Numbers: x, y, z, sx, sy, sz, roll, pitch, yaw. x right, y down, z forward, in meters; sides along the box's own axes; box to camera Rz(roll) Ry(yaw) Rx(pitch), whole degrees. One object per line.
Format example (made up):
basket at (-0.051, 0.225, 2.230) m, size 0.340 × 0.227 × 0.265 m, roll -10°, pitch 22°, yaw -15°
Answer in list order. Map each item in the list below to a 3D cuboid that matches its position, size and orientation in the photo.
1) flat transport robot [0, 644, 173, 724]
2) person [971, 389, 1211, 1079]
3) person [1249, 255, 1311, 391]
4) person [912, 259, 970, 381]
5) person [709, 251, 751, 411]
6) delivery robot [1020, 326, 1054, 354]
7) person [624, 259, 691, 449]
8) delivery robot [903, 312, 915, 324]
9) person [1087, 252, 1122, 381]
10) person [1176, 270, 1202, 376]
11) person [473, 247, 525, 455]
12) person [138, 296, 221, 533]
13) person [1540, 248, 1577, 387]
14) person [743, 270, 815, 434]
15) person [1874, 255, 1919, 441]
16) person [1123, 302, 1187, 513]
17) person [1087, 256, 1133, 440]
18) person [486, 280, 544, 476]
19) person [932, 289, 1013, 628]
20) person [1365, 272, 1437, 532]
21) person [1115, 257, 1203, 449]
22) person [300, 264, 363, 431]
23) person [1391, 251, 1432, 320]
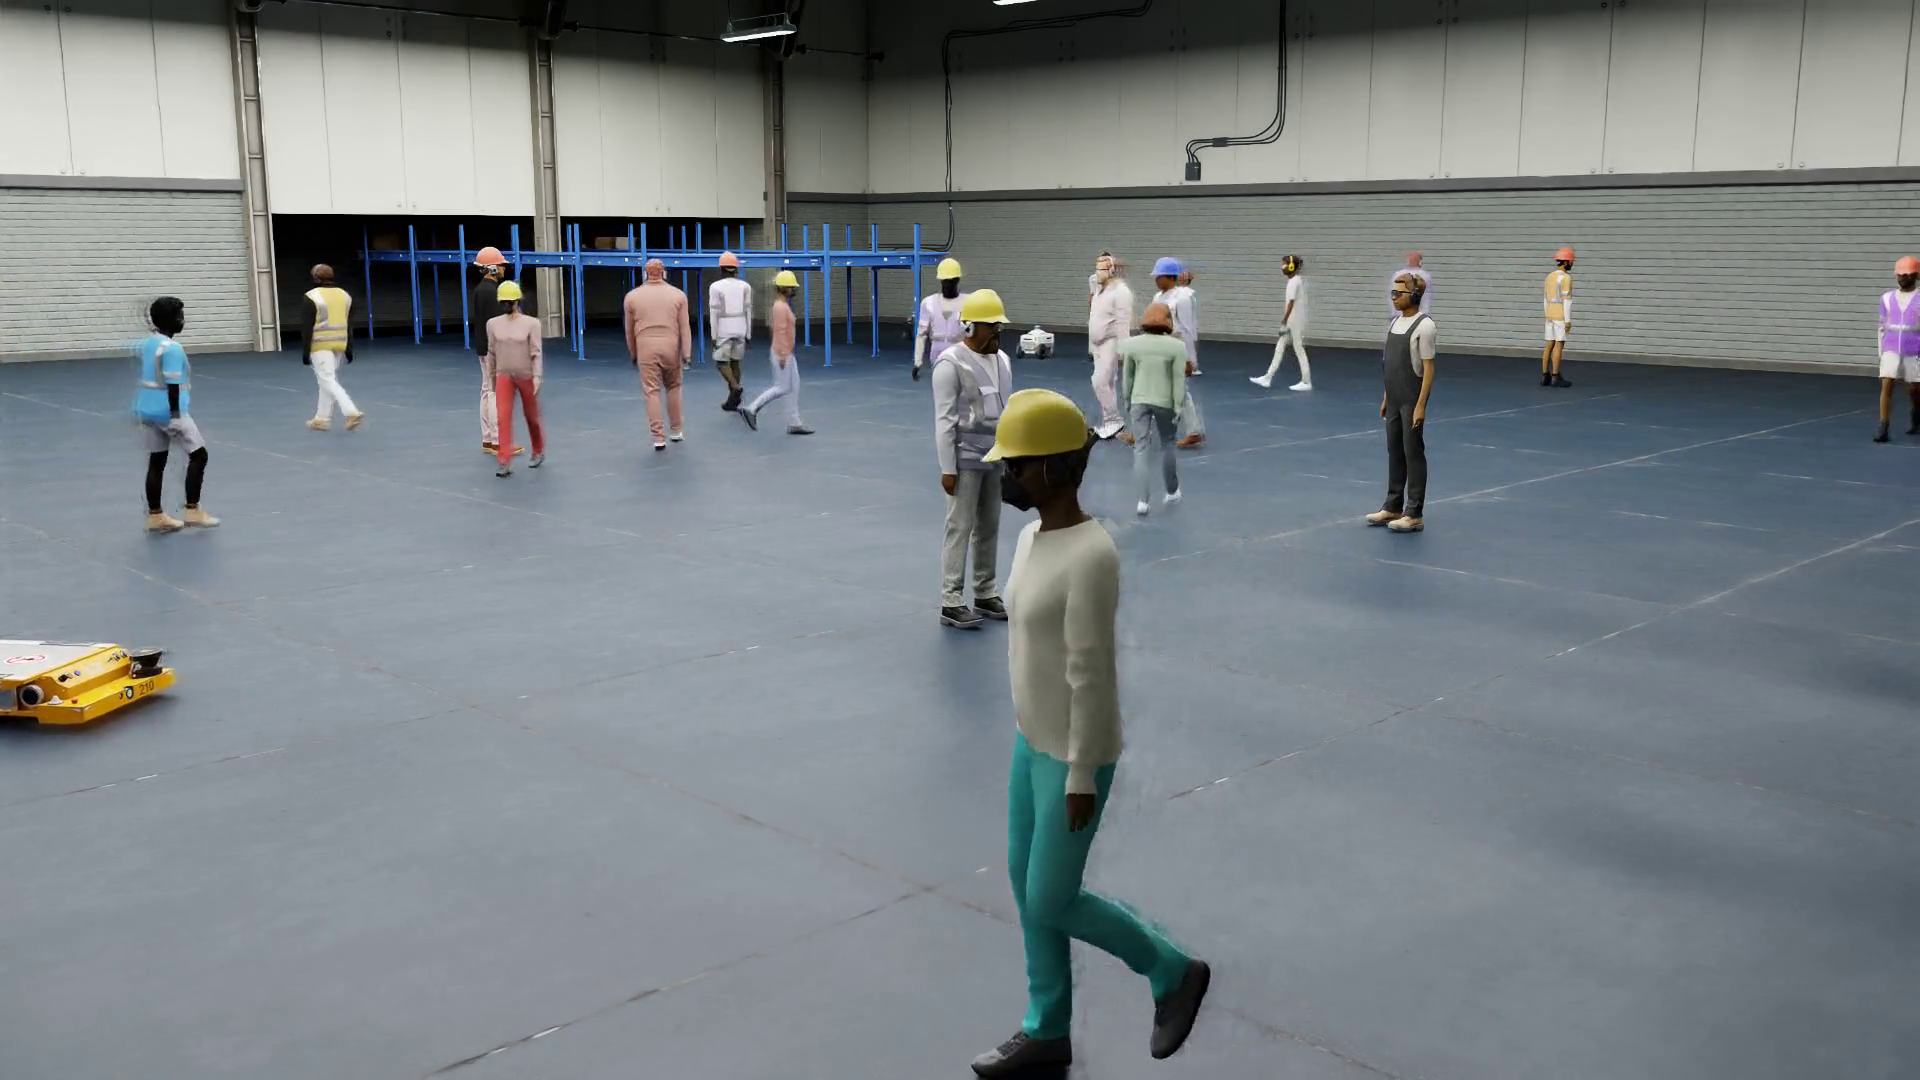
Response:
flat transport robot at (-4.435, 0.626, 7.558) m, size 1.431 × 0.197 × 0.652 m, roll 1°, pitch 10°, yaw 8°
person at (0.303, 0.497, 4.097) m, size 0.510 × 1.748 × 0.533 m, roll -3°, pitch 11°, yaw -16°
person at (4.425, -2.969, 22.780) m, size 0.914 × 1.829 × 0.558 m, roll 2°, pitch 11°, yaw 8°
person at (-0.131, -1.660, 15.507) m, size 0.612 × 1.880 × 0.950 m, roll 4°, pitch 11°, yaw 18°
person at (-2.738, -2.501, 19.999) m, size 0.550 × 1.921 × 0.622 m, roll -6°, pitch 12°, yaw -30°
delivery robot at (1.342, -3.475, 28.891) m, size 0.477 × 0.478 × 0.707 m, roll 6°, pitch 12°, yaw 30°
person at (-3.041, -1.878, 16.750) m, size 0.651 × 1.859 × 0.907 m, roll -2°, pitch 11°, yaw -12°
delivery robot at (-0.913, -4.544, 34.014) m, size 0.335 × 0.223 × 0.698 m, roll -6°, pitch 12°, yaw -28°
person at (2.111, -3.250, 24.211) m, size 0.520 × 1.874 × 0.327 m, roll -1°, pitch 10°, yaw -7°
person at (3.304, -3.252, 24.969) m, size 0.856 × 1.601 × 0.524 m, roll -9°, pitch 14°, yaw -41°
person at (-4.516, -1.834, 16.149) m, size 0.375 × 1.997 × 0.611 m, roll -6°, pitch 12°, yaw -31°
person at (-5.600, -0.896, 11.894) m, size 0.548 × 1.674 × 0.570 m, roll 9°, pitch 13°, yaw 39°
person at (8.446, -3.134, 23.402) m, size 0.375 × 1.935 × 0.551 m, roll -2°, pitch 11°, yaw -12°
person at (-1.934, -1.993, 17.717) m, size 0.667 × 1.746 × 0.527 m, roll 0°, pitch 10°, yaw 2°
person at (9.826, -1.997, 17.297) m, size 0.546 × 1.915 × 0.884 m, roll 10°, pitch 14°, yaw 42°
person at (1.516, -1.039, 12.909) m, size 0.505 × 1.598 × 0.796 m, roll 3°, pitch 11°, yaw 15°
person at (1.494, -1.977, 17.197) m, size 0.448 × 1.894 × 0.671 m, roll -4°, pitch 11°, yaw -19°
person at (-3.972, -1.471, 14.931) m, size 0.520 × 1.716 × 0.916 m, roll 0°, pitch 10°, yaw 1°
person at (0.100, -0.448, 9.072) m, size 0.403 × 1.824 × 0.596 m, roll 8°, pitch 13°, yaw 38°
person at (3.204, -0.995, 11.989) m, size 0.345 × 1.847 × 0.504 m, roll -3°, pitch 11°, yaw -18°
person at (1.995, -1.825, 16.383) m, size 1.033 × 1.886 × 0.623 m, roll -3°, pitch 11°, yaw -15°
person at (-6.837, -2.091, 18.060) m, size 0.875 × 1.811 × 0.630 m, roll 5°, pitch 11°, yaw 25°
person at (6.869, -3.469, 25.404) m, size 0.651 × 1.879 × 0.834 m, roll 9°, pitch 14°, yaw 41°
